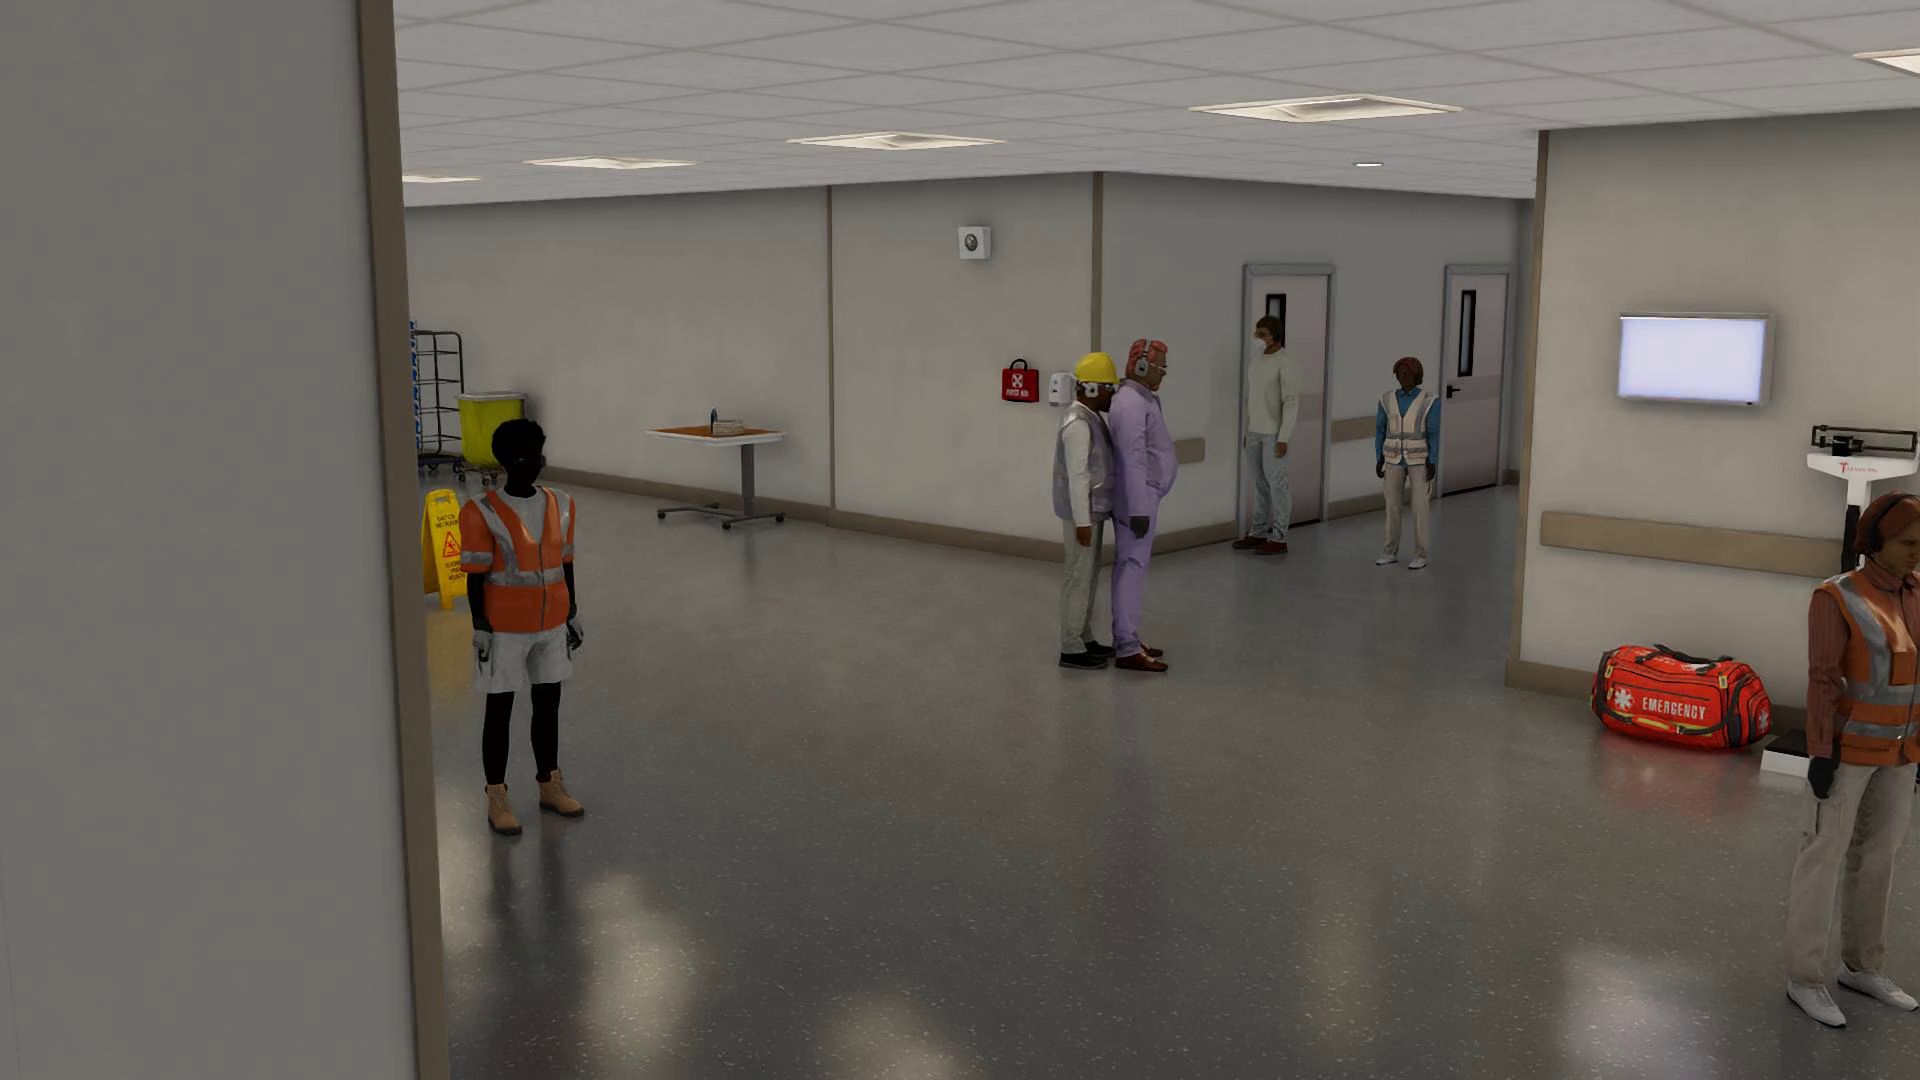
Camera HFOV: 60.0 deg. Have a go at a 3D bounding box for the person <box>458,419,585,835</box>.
[{"bbox_3d":[-1.793,0.344,6.853,0.318,1.698,0.535,9,13,42],"label":"person"}]

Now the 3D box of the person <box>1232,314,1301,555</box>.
[{"bbox_3d":[2.488,-0.849,13.434,0.372,1.939,0.631,-4,10,-23],"label":"person"}]

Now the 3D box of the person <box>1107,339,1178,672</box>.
[{"bbox_3d":[1.049,-0.207,9.615,0.406,1.902,0.636,1,9,5],"label":"person"}]

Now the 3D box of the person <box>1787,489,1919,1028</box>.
[{"bbox_3d":[2.793,0.658,5.105,0.514,1.639,0.310,-3,10,-20],"label":"person"}]

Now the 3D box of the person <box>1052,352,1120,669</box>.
[{"bbox_3d":[0.742,-0.171,9.639,0.401,1.824,0.598,2,9,12],"label":"person"}]

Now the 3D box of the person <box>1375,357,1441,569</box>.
[{"bbox_3d":[3.440,-0.593,12.810,0.509,1.629,0.314,7,11,36],"label":"person"}]
